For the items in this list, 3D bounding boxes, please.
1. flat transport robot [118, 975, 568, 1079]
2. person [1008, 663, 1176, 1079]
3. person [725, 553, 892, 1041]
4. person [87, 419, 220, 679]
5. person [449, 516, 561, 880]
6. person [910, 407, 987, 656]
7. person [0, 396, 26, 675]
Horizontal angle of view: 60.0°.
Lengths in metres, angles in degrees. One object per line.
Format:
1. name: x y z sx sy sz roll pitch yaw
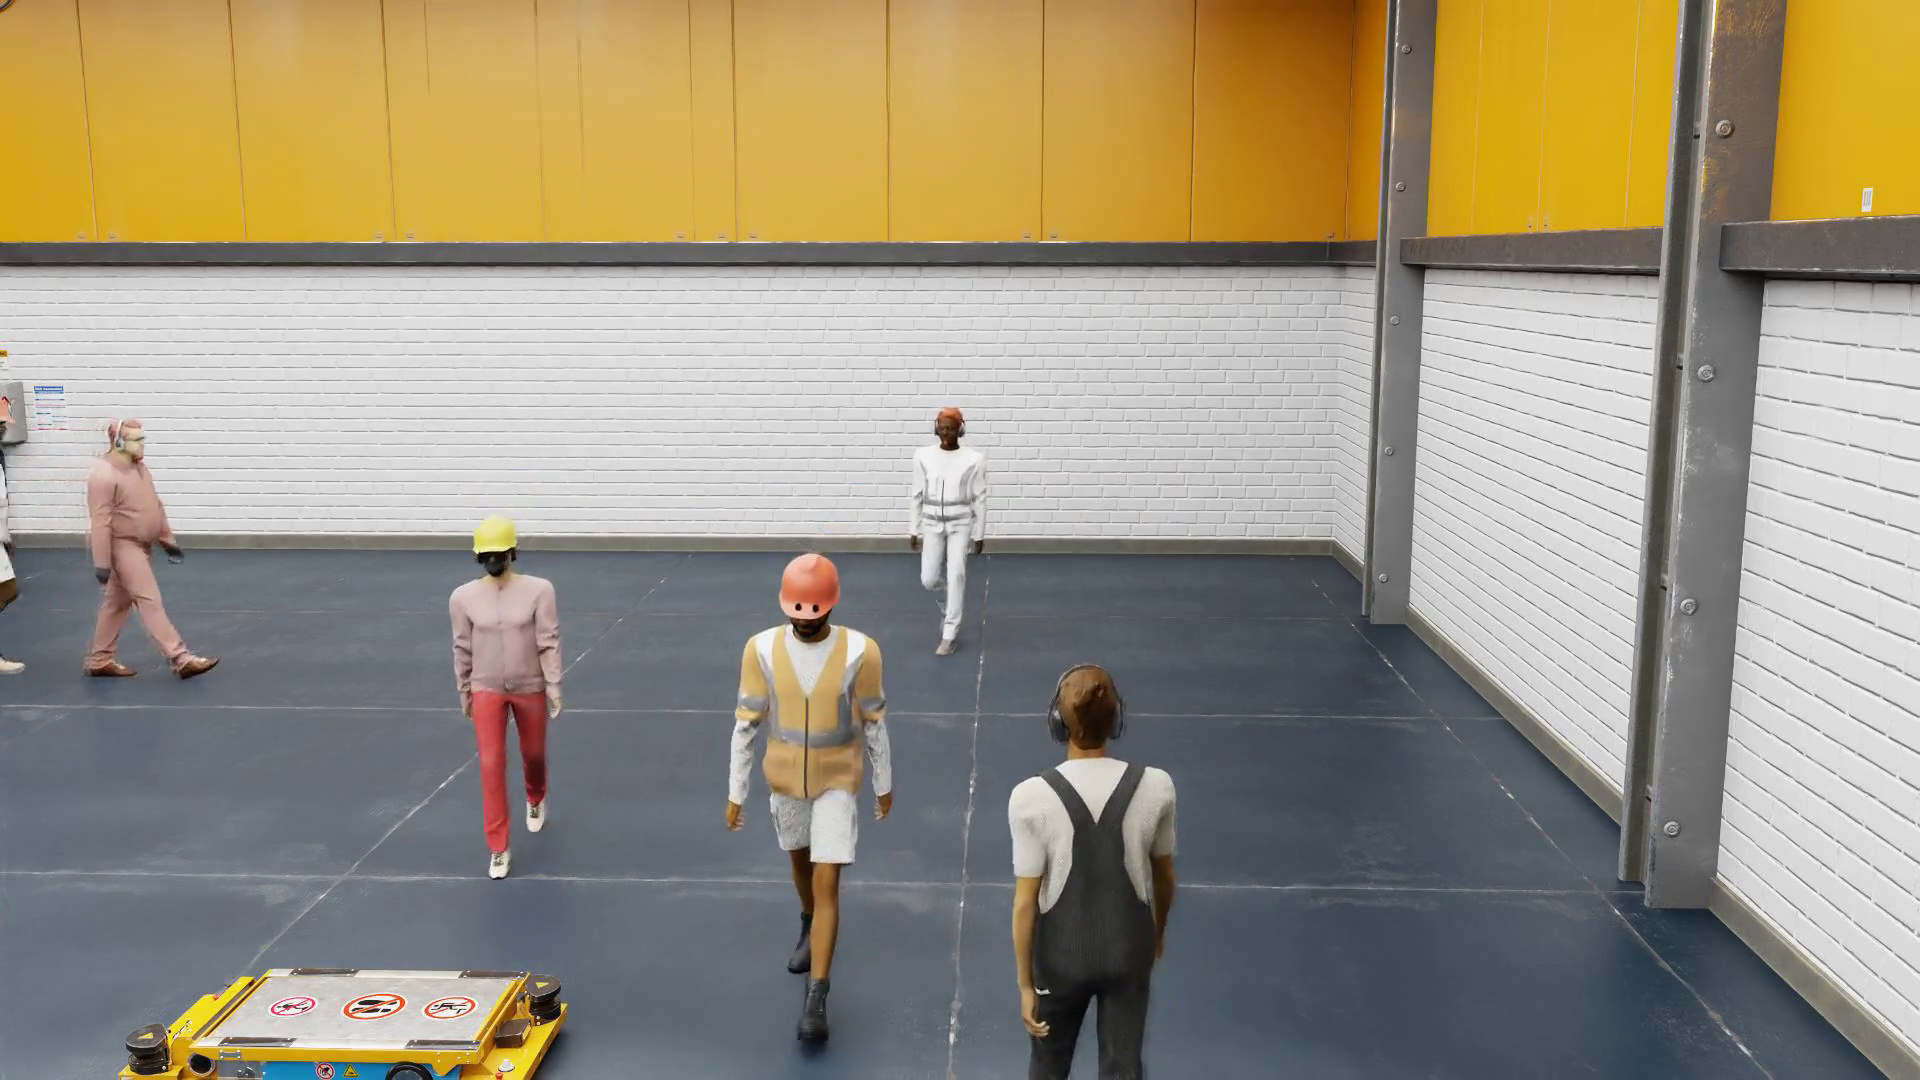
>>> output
1. flat transport robot: -2.249 1.820 6.161 1.431 0.197 0.652 0 10 2
2. person: 0.386 1.242 5.063 0.519 1.807 0.830 -1 10 -4
3. person: -0.601 0.950 6.606 0.611 1.866 1.035 1 10 6
4. person: -5.756 0.074 11.727 0.981 1.854 0.657 -1 10 -5
5. person: -2.253 0.720 8.298 0.520 1.736 0.836 -2 10 -14
6. person: -0.077 -0.087 12.649 0.591 1.870 0.626 3 10 15
7. person: -6.893 -0.026 11.848 0.437 2.019 0.639 -3 10 -17
